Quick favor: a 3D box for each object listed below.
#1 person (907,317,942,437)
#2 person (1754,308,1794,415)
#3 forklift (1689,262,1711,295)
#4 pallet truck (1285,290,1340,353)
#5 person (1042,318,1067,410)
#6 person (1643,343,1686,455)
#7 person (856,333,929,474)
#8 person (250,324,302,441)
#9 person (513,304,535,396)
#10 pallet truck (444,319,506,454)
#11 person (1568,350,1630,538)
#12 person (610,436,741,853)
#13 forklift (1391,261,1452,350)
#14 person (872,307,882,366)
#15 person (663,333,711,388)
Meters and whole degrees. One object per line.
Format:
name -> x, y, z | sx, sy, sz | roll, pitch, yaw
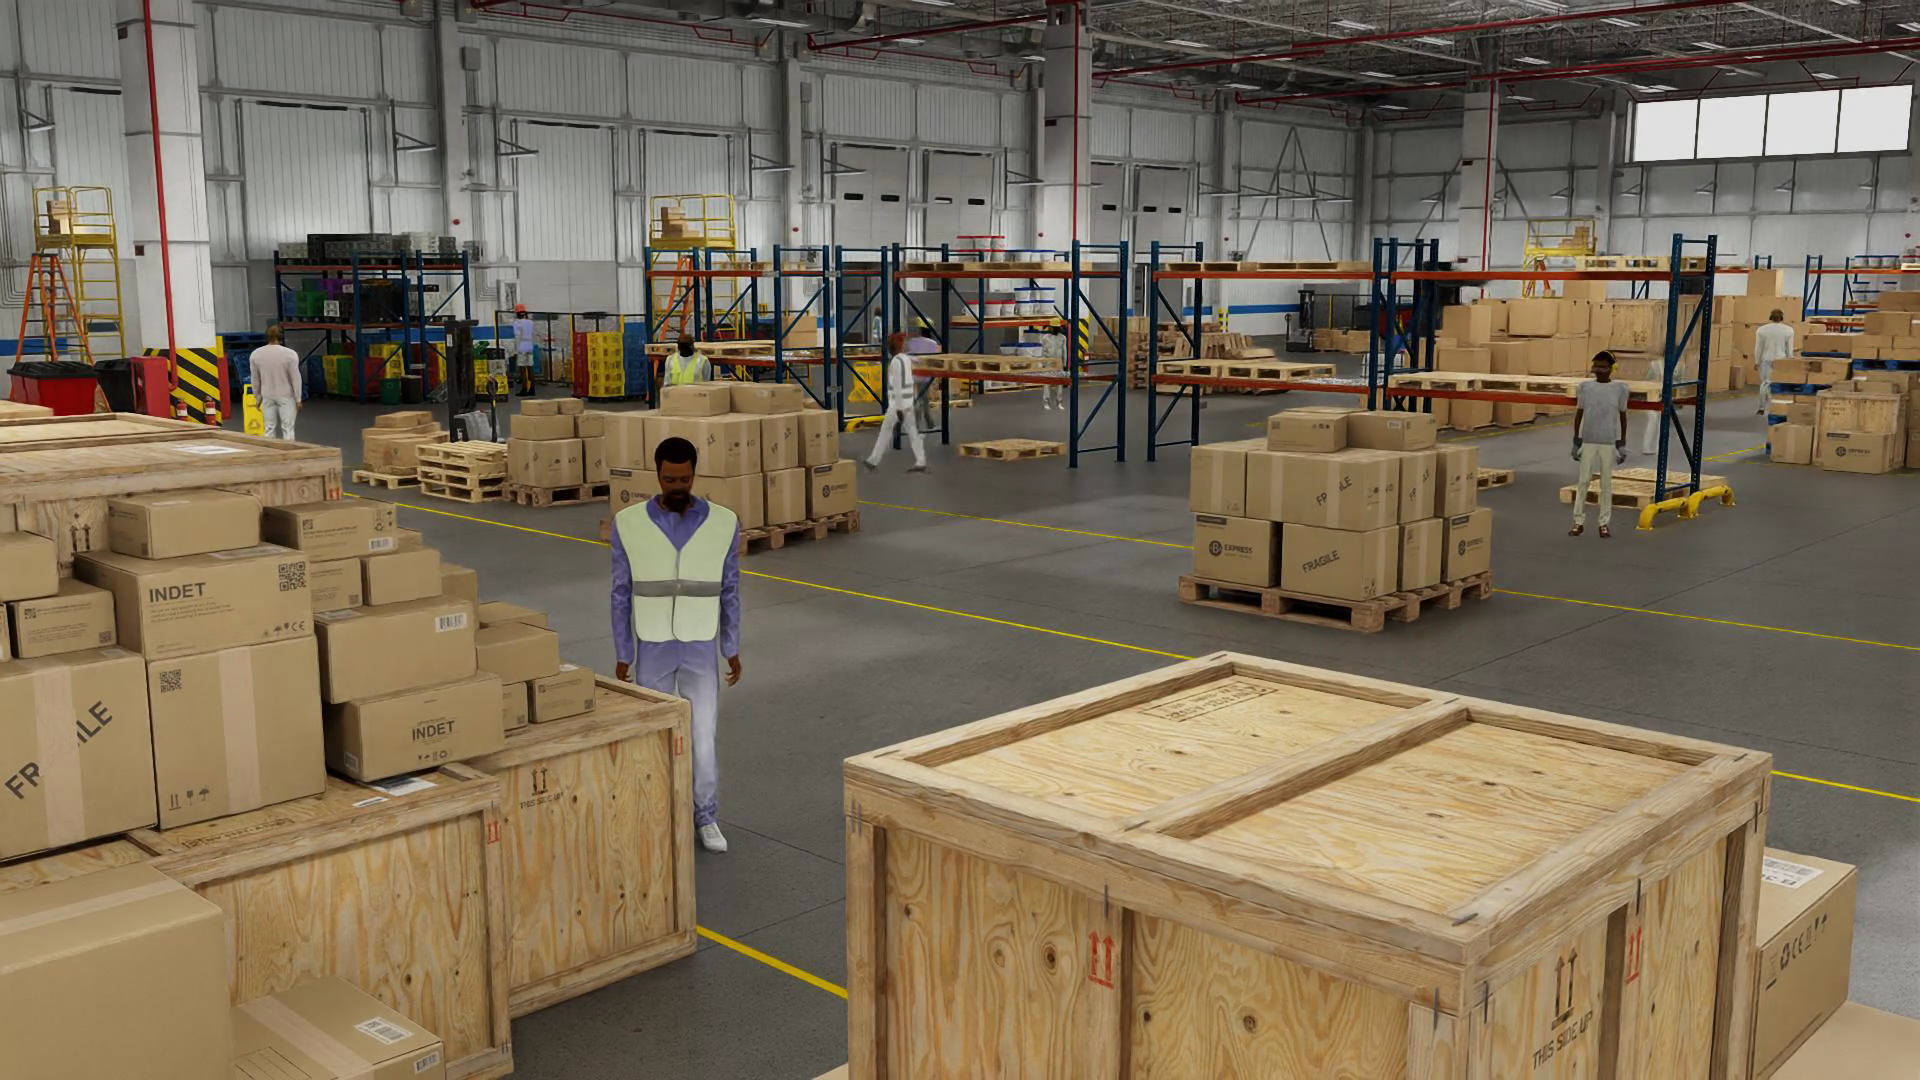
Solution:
person -> -0.495, -2.580, 26.381 | 0.606, 1.882, 0.950 | 8, 12, 39
person -> 14.787, -3.233, 30.246 | 0.635, 1.938, 0.359 | 3, 10, 20
forklift -> 19.863, -6.089, 44.880 | 1.873, 2.768, 1.129 | 3, 10, 17
pallet truck -> 11.297, -6.951, 52.861 | 1.885, 1.965, 0.823 | -5, 11, -29
person -> 1.784, -3.321, 31.403 | 0.485, 1.739, 0.319 | -2, 9, -10
person -> 9.987, -1.986, 23.607 | 0.542, 1.609, 0.441 | 1, 9, 3
person -> -0.850, -1.764, 21.575 | 0.998, 1.824, 0.573 | 4, 10, 22
person -> -8.877, -1.831, 21.648 | 0.635, 1.937, 0.354 | 0, 9, 0
person -> -9.122, -3.958, 34.719 | 0.375, 1.931, 0.542 | 5, 11, 28
pallet truck -> -6.981, -1.942, 22.150 | 1.885, 1.965, 0.823 | 1, 9, 9
person -> 6.328, -0.946, 16.459 | 0.520, 1.865, 0.333 | 4, 10, 25
person -> -1.281, 0.480, 7.557 | 0.591, 1.915, 0.393 | -3, 10, -16
forklift -> 11.215, -5.199, 39.418 | 1.873, 2.768, 1.129 | 9, 13, 43
person -> -2.189, -5.404, 44.503 | 0.323, 1.631, 0.522 | -1, 9, -6
person -> -3.507, -1.730, 21.341 | 0.625, 1.841, 0.429 | 1, 9, 5
